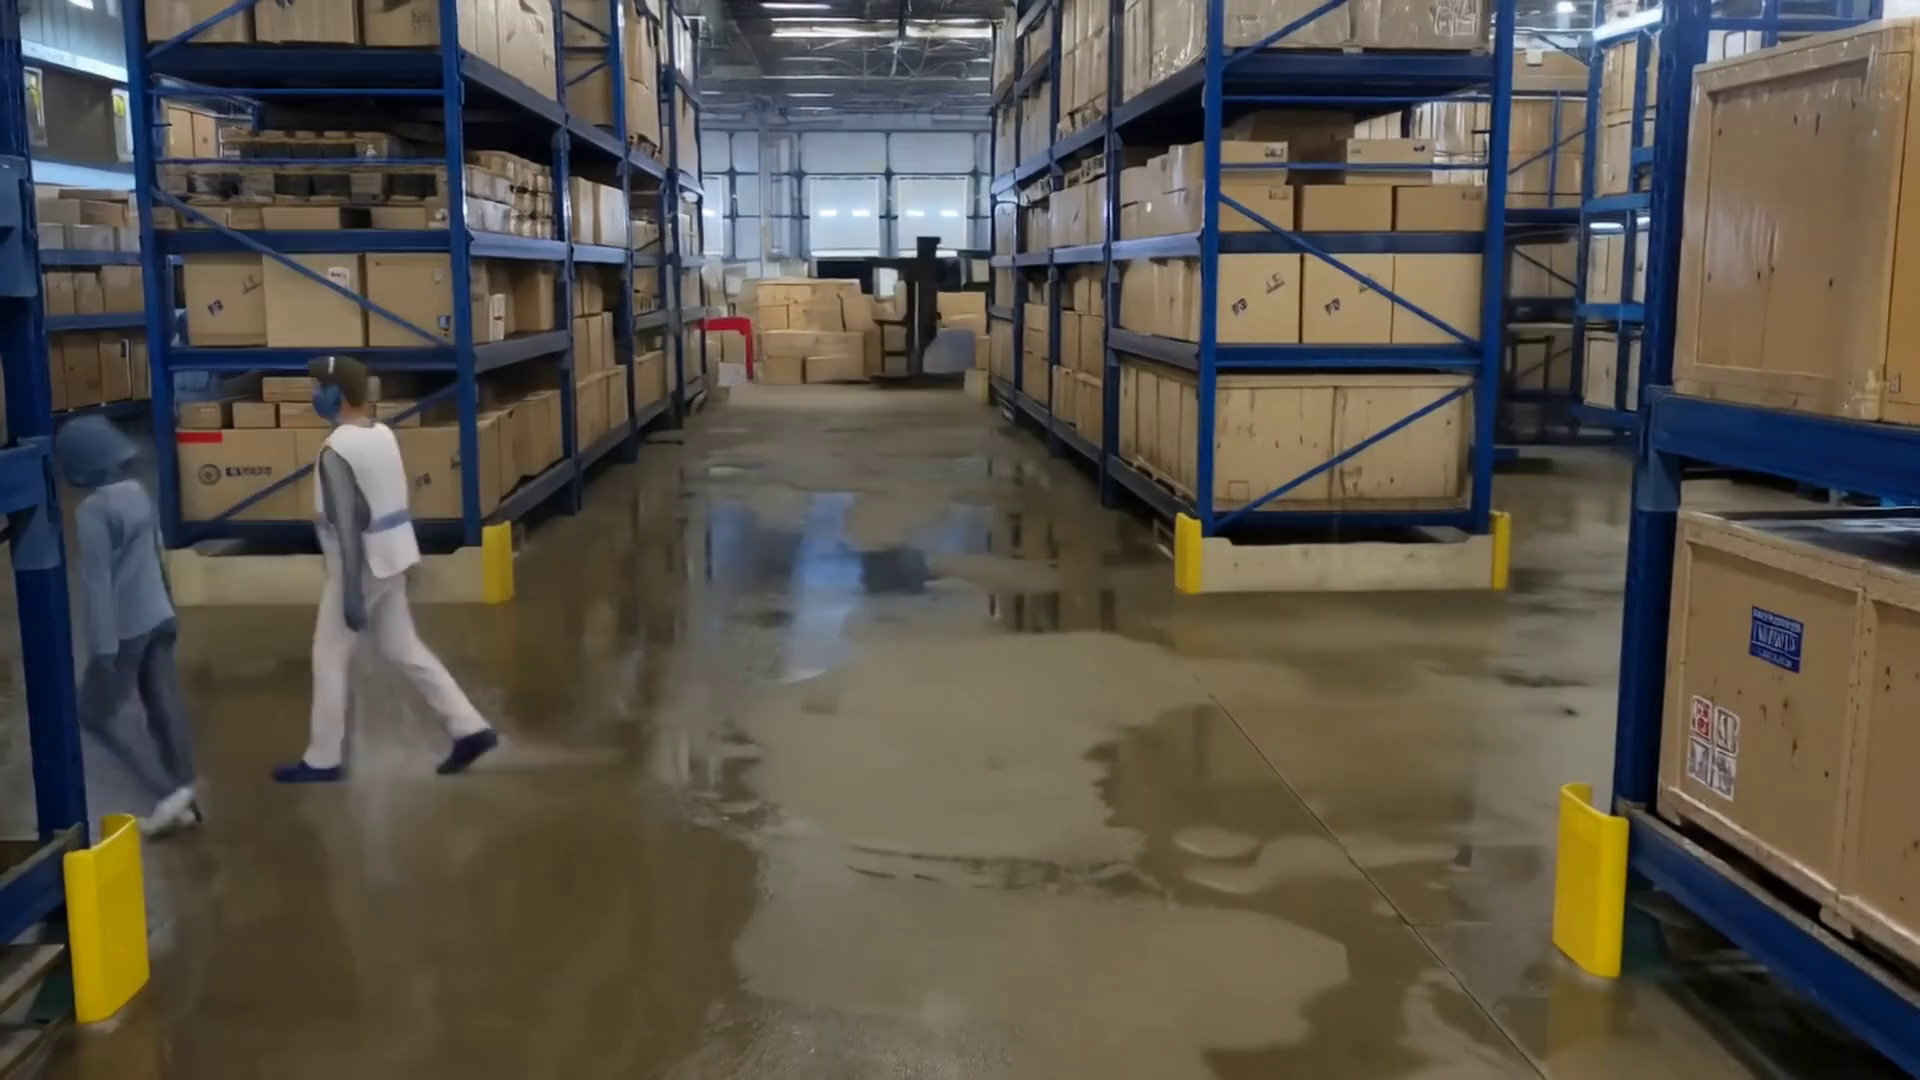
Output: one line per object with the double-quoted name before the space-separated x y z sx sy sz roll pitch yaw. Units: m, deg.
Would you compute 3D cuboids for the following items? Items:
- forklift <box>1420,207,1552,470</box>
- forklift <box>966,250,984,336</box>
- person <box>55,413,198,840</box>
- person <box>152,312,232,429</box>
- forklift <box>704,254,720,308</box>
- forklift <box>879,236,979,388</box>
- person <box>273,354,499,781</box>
"forklift" 5.373 -2.188 18.070 1.873 2.768 1.129 0 9 -1
"forklift" 0.636 -6.855 47.373 1.129 2.768 1.873 2 9 13
"person" -3.087 0.336 6.159 0.360 1.619 0.533 0 9 1
"person" -6.725 -1.091 14.582 0.648 1.790 0.985 -2 9 -10
"forklift" -8.474 -8.136 55.415 1.129 2.768 1.873 6 11 33
"forklift" -0.599 -4.264 31.103 1.873 2.768 1.129 -1 9 -4
"person" -2.406 0.130 6.924 0.901 1.810 0.607 0 9 3
